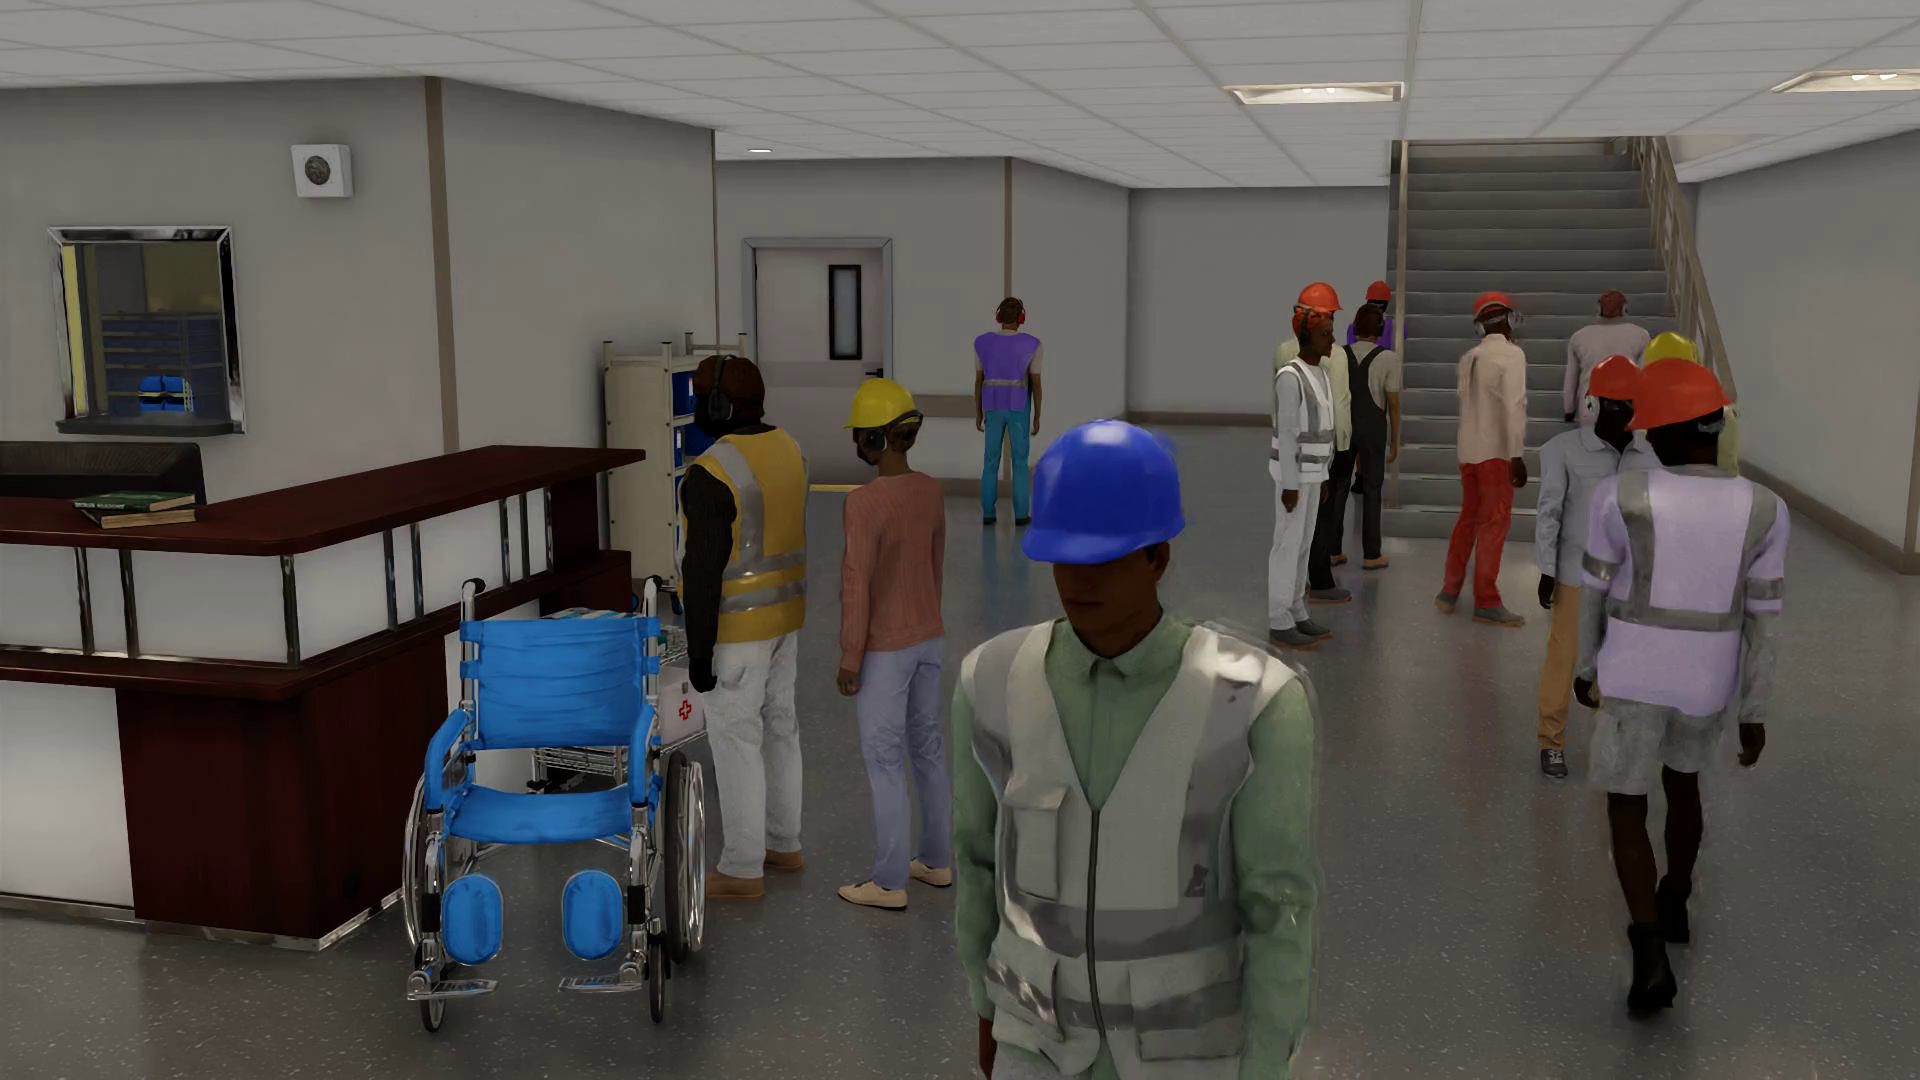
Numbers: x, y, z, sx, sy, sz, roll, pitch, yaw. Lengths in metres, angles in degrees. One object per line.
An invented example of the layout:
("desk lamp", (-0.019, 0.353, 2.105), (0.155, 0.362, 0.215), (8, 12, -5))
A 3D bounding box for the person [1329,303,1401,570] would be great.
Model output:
("person", (2.783, -0.711, 11.512), (0.508, 1.839, 0.359), (6, 11, 30))

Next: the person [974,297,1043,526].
("person", (0.386, -1.019, 13.326), (0.560, 1.837, 0.392), (2, 10, 13))

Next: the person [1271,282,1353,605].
("person", (2.195, -0.597, 10.363), (0.376, 1.995, 0.612), (-7, 12, -35))

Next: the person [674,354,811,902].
("person", (-0.743, 0.294, 5.617), (0.431, 1.836, 0.618), (5, 11, 25))

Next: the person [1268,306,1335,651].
("person", (1.904, -0.347, 9.218), (0.360, 1.882, 0.575), (6, 11, 29))

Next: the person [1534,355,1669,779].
("person", (2.655, 0.115, 6.875), (0.561, 1.753, 0.327), (-1, 10, -5))

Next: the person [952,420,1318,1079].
("person", (0.232, 0.768, 2.566), (0.610, 1.908, 0.875), (4, 10, 21))

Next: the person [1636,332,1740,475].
("person", (3.429, -0.101, 7.999), (0.617, 1.804, 0.696), (8, 13, 40))

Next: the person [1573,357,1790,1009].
("person", (2.099, 0.399, 4.876), (0.531, 1.866, 0.954), (1, 10, 7))

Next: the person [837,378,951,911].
("person", (-0.234, 0.342, 5.539), (0.342, 1.756, 0.518), (6, 11, 30))

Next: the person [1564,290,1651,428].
("person", (5.267, -1.083, 13.527), (0.687, 1.883, 0.649), (5, 11, 28))

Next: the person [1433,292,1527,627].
("person", (3.134, -0.481, 9.842), (0.400, 1.944, 0.710), (-2, 10, -11))

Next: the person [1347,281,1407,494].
("person", (3.776, -1.380, 15.137), (0.542, 1.939, 0.366), (2, 10, 10))
